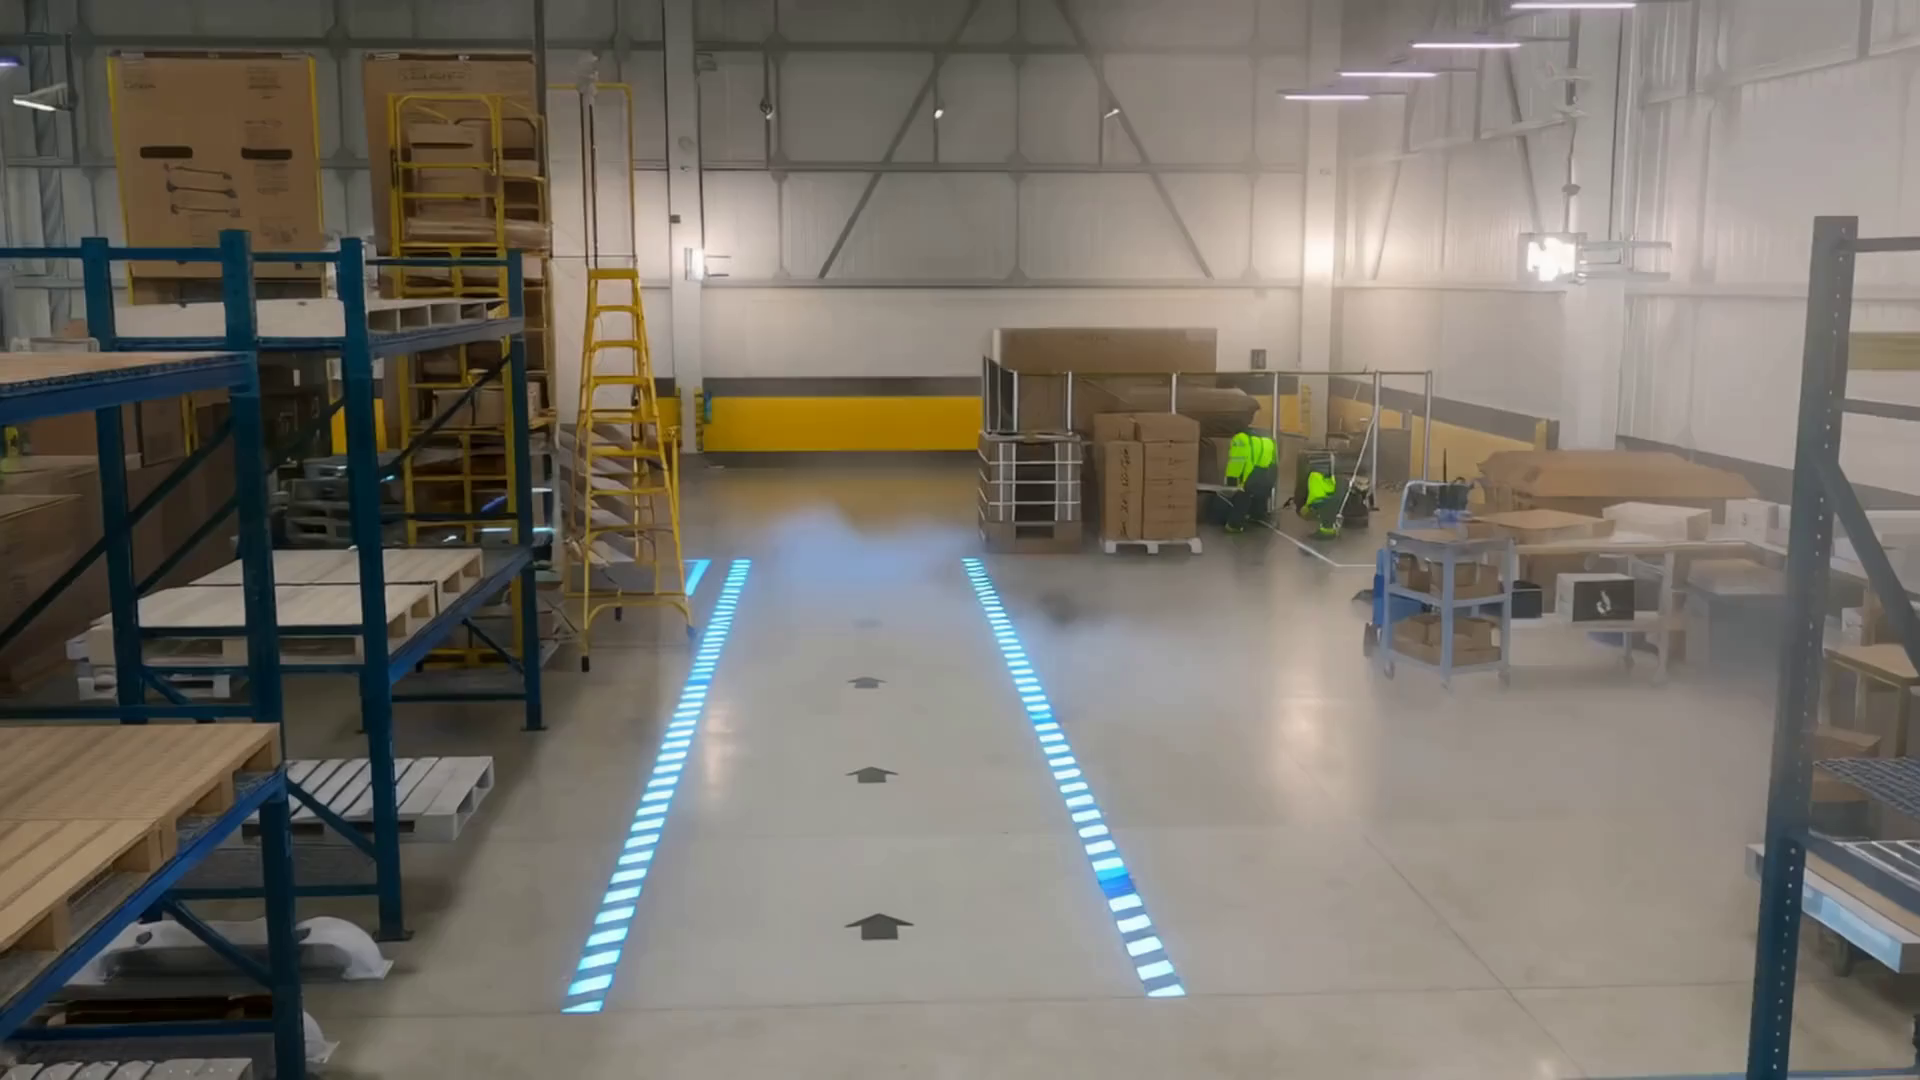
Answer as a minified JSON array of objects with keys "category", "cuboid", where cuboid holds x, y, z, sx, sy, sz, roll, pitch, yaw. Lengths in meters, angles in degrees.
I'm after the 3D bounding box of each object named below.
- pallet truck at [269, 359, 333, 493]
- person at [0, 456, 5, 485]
[{"category":"pallet truck","cuboid":[-7.062,-1.131,18.996,1.885,1.965,0.823,2,9,13]},{"category":"person","cuboid":[-13.391,-1.681,22.679,0.545,1.927,0.392,2,9,12]}]
